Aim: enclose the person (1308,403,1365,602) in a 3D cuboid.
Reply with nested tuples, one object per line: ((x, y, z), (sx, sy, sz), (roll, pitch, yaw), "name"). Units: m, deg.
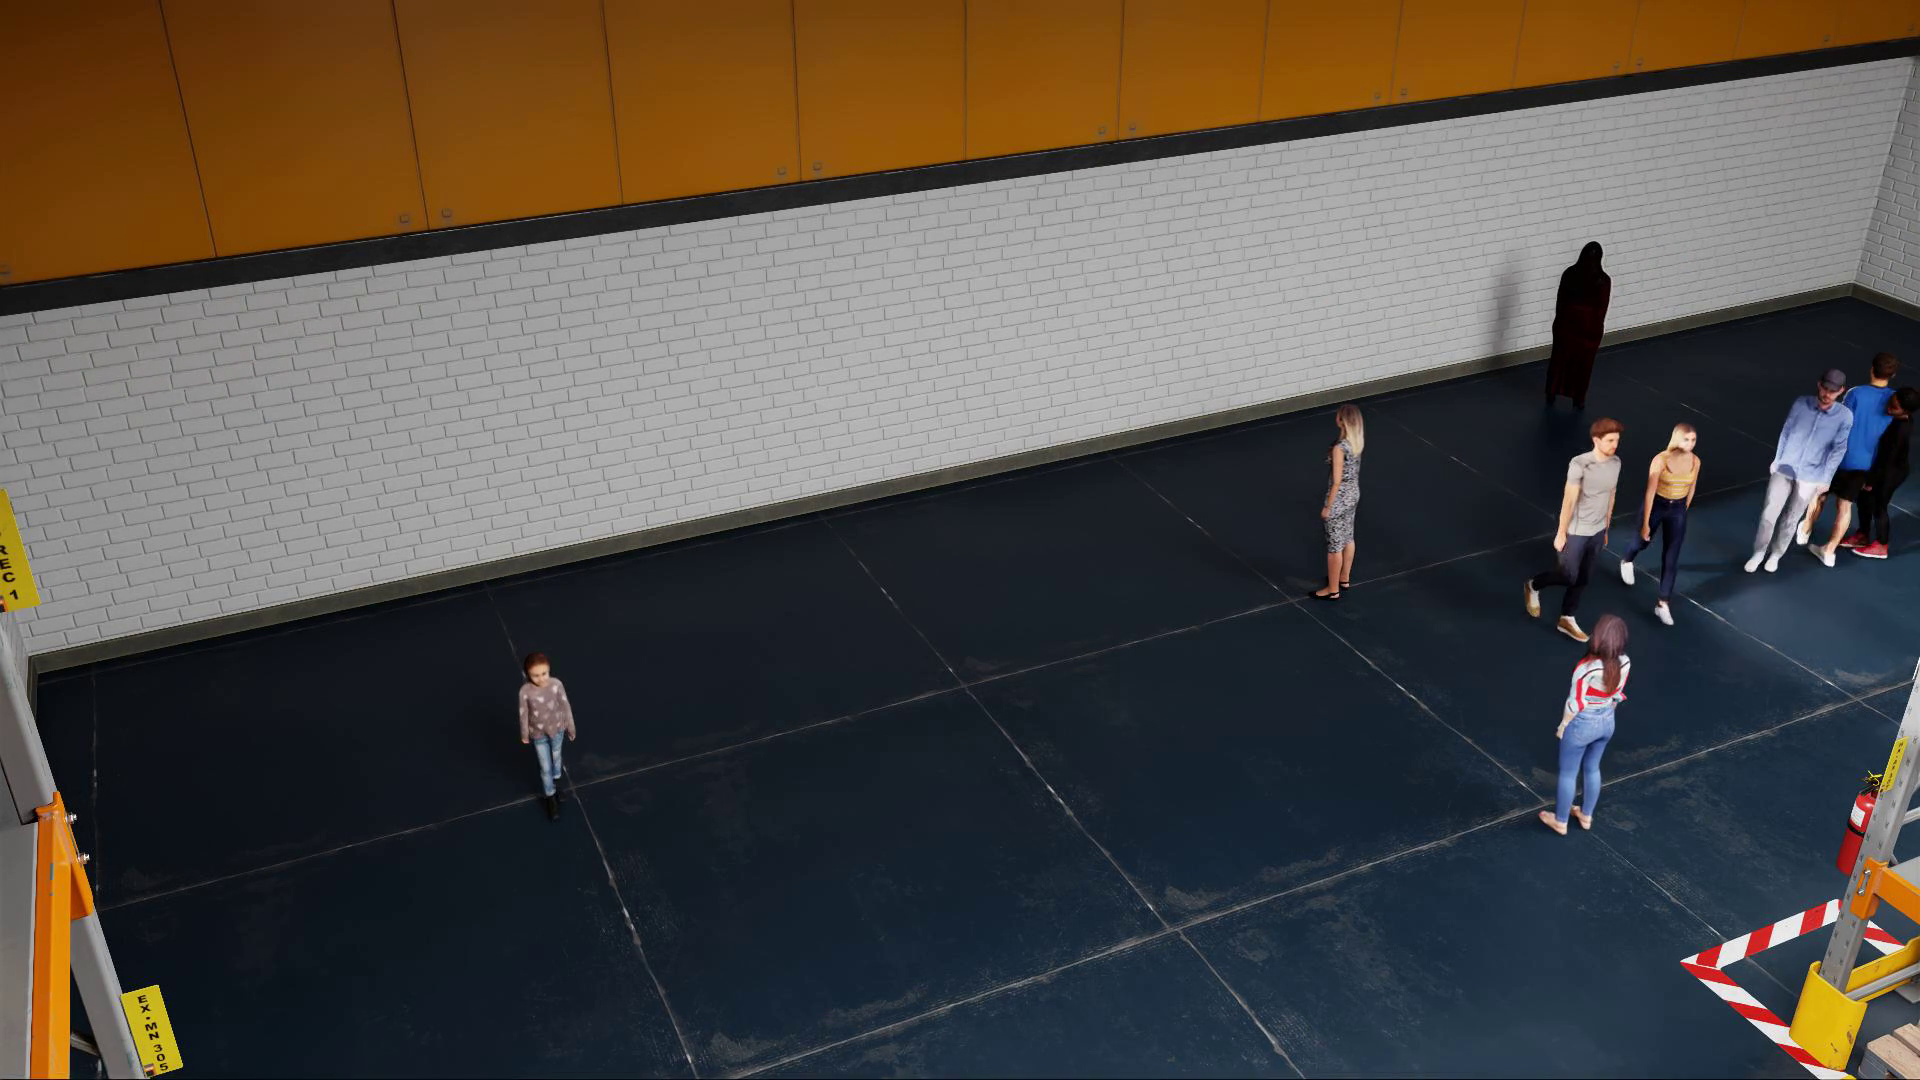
((3.089, -0.308, 13.458), (0.624, 1.703, 0.637), (22, 36, 35), "person")

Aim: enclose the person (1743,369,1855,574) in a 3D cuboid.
((7.006, -0.596, 13.819), (0.777, 1.864, 0.871), (20, 35, 33), "person")

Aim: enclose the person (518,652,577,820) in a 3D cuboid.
((-2.789, 1.239, 11.164), (0.509, 1.184, 0.614), (-14, 32, -24), "person")

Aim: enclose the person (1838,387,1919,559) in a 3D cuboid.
((7.846, -0.560, 13.996), (0.839, 1.630, 0.782), (18, 34, 30), "person")

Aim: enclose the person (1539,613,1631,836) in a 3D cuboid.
((4.093, 1.197, 10.796), (0.596, 1.610, 0.505), (-11, 30, -19), "person")

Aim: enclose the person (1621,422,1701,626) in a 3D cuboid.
((5.625, -0.222, 13.421), (0.945, 1.589, 1.203), (1, 29, 3), "person")

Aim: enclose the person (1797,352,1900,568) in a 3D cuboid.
((7.504, -0.631, 13.927), (1.014, 1.821, 1.097), (2, 29, 3), "person")

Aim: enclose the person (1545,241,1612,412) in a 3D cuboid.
((6.243, -2.162, 16.800), (0.706, 1.757, 0.820), (20, 34, 32), "person")

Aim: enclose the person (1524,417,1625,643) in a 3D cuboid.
((4.785, -0.123, 12.935), (0.633, 1.879, 0.827), (-11, 30, -19), "person")
